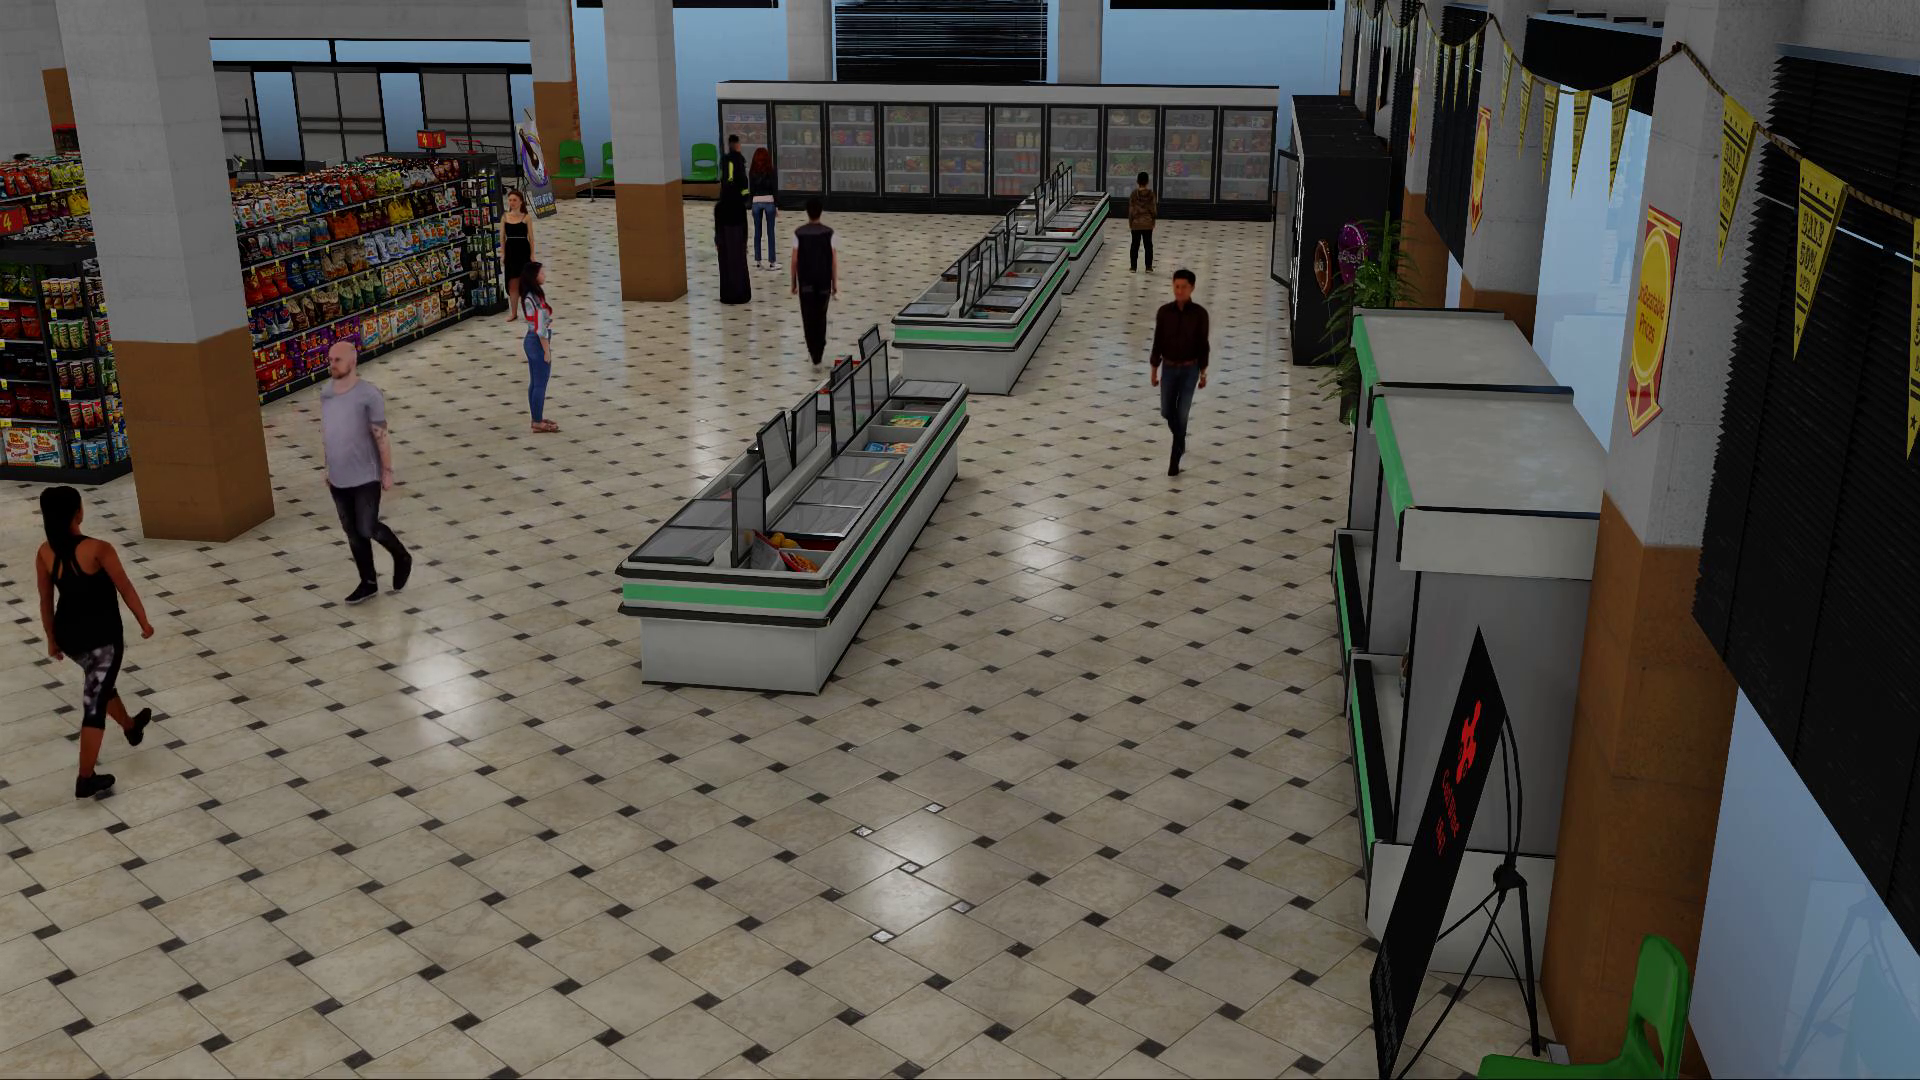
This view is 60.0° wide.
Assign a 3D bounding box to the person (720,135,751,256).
[{"bbox_3d":[-3.558,-5.321,25.721,0.998,1.854,0.949,-16,24,-39],"label":"person"}]

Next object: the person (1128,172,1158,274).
[{"bbox_3d":[2.669,-4.651,24.358,0.582,1.455,0.581,2,19,5],"label":"person"}]

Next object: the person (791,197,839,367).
[{"bbox_3d":[-1.599,-2.815,18.354,0.945,1.812,1.247,-4,19,-11],"label":"person"}]

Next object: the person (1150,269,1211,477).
[{"bbox_3d":[1.921,-1.471,14.455,0.750,1.758,1.074,6,20,17],"label":"person"}]

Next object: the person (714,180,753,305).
[{"bbox_3d":[-3.026,-3.952,22.036,0.693,1.615,0.713,-5,19,-14],"label":"person"}]

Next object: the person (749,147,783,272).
[{"bbox_3d":[-2.897,-4.882,24.524,0.581,1.787,0.518,4,19,12],"label":"person"}]

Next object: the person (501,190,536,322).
[{"bbox_3d":[-5.534,-3.571,20.891,0.600,1.624,0.600,1,19,2],"label":"person"}]

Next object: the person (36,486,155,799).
[{"bbox_3d":[-4.579,0.546,8.685,0.641,1.623,1.090,2,19,6],"label":"person"}]

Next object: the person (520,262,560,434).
[{"bbox_3d":[-4.009,-1.834,15.760,0.722,1.612,0.629,-9,20,-24],"label":"person"}]

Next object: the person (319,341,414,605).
[{"bbox_3d":[-4.072,-0.476,11.398,0.775,1.825,0.829,9,21,25],"label":"person"}]
